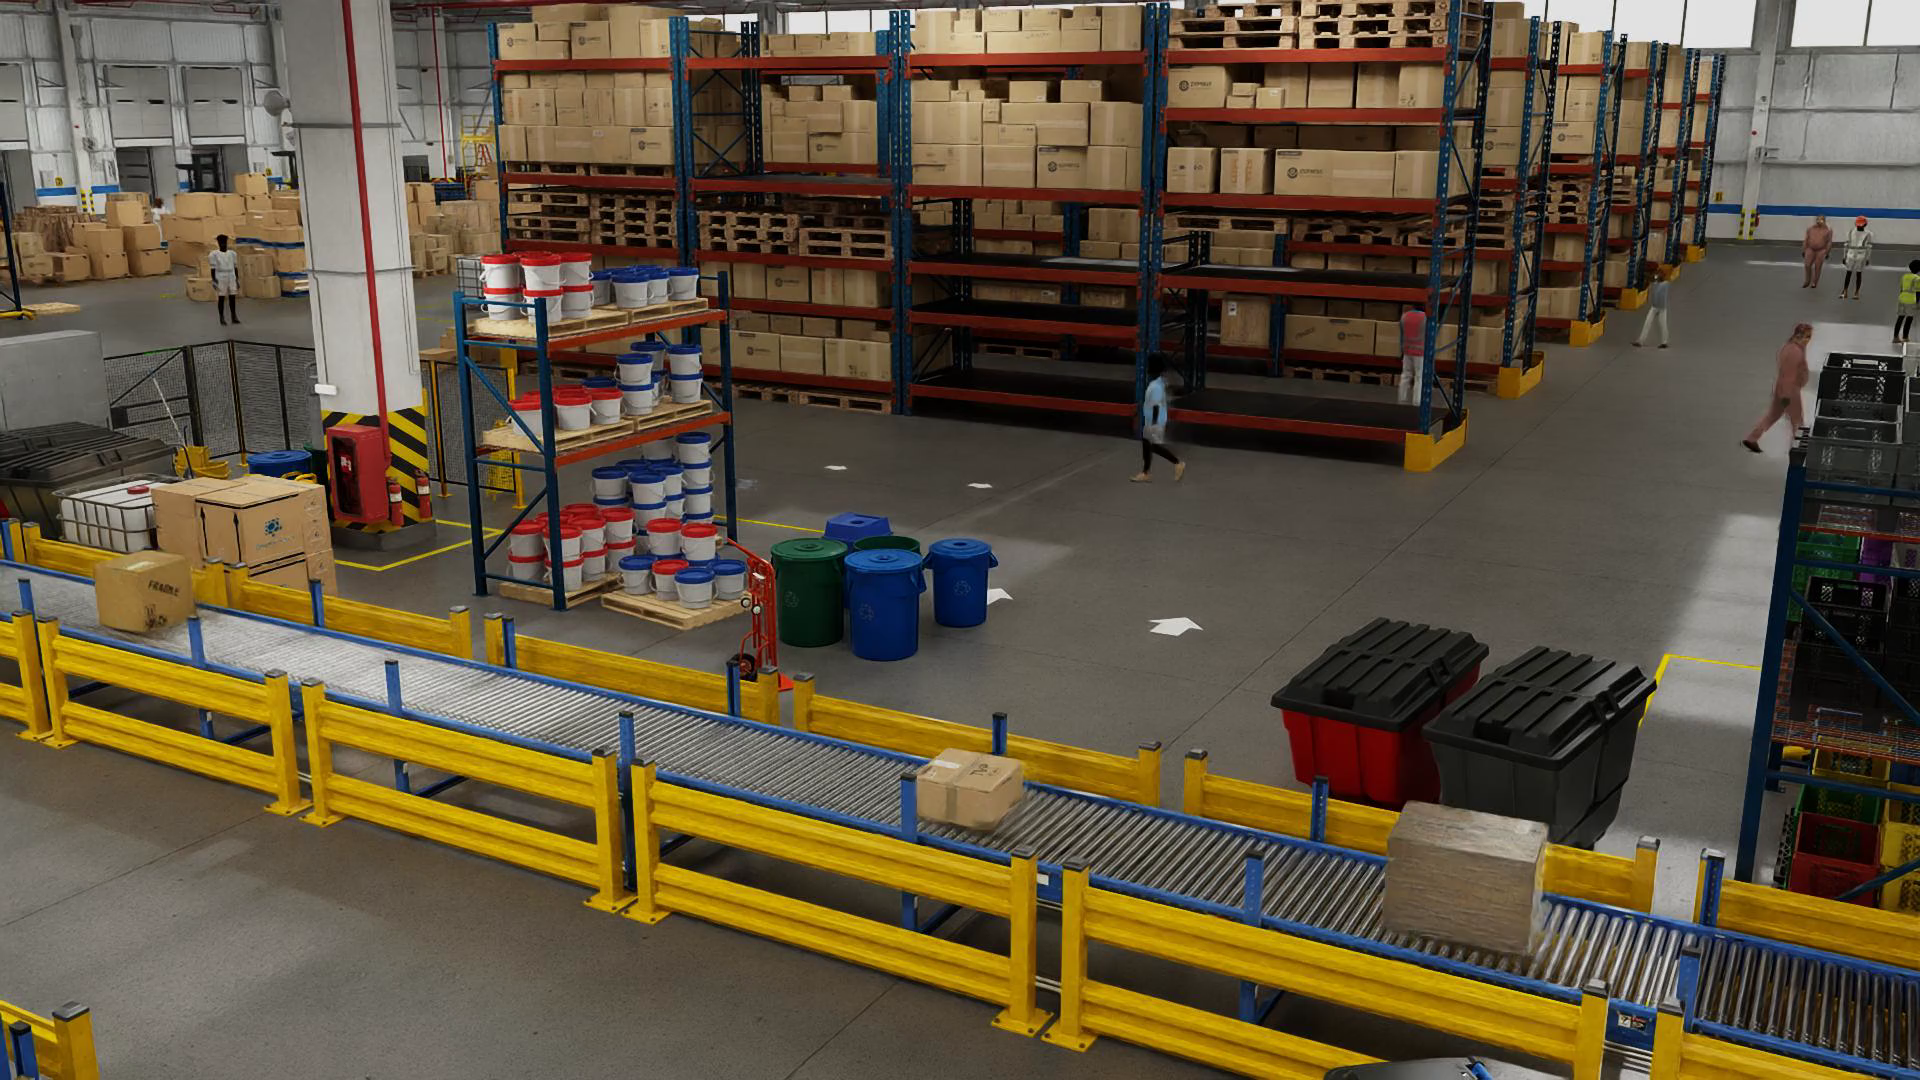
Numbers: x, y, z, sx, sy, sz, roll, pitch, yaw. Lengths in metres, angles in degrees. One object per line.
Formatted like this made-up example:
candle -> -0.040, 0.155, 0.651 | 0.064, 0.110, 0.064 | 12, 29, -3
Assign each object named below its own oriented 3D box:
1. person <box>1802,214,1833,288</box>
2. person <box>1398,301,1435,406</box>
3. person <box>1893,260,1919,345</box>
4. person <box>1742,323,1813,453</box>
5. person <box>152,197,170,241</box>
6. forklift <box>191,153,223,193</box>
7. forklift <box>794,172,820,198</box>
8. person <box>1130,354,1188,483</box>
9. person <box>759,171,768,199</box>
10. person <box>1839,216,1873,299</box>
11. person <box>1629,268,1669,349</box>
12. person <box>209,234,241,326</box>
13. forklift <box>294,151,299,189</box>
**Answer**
person -> 22.146, -7.458, 43.023 | 0.673, 1.887, 0.657 | 10, 18, 33
person -> 7.177, -2.918, 26.088 | 0.429, 1.833, 0.626 | -11, 19, -36
person -> 18.979, -4.753, 33.249 | 0.321, 1.690, 0.531 | -3, 15, -10
person -> 11.364, -2.062, 22.847 | 0.970, 1.853, 0.669 | 5, 16, 17
person -> -24.571, -9.642, 51.325 | 0.579, 1.858, 0.830 | 0, 15, 0
forklift -> -27.852, -12.924, 61.684 | 1.873, 2.768, 1.129 | 8, 17, 28
forklift -> -4.989, -11.044, 54.616 | 1.129, 2.768, 1.873 | 8, 17, 27
person -> 2.543, -1.532, 21.160 | 0.651, 1.673, 0.538 | 0, 15, 1
person -> -8.059, -14.008, 67.585 | 0.630, 1.931, 0.367 | -6, 16, -21
person -> 21.944, -6.915, 40.719 | 0.605, 2.034, 0.397 | 13, 20, 41
person -> 13.584, -4.514, 32.522 | 0.831, 1.590, 0.520 | -4, 15, -15
person -> -15.909, -5.636, 36.039 | 0.366, 1.962, 0.614 | 13, 19, 39
forklift -> -25.337, -13.682, 64.535 | 1.873, 2.768, 1.129 | 1, 15, 2
